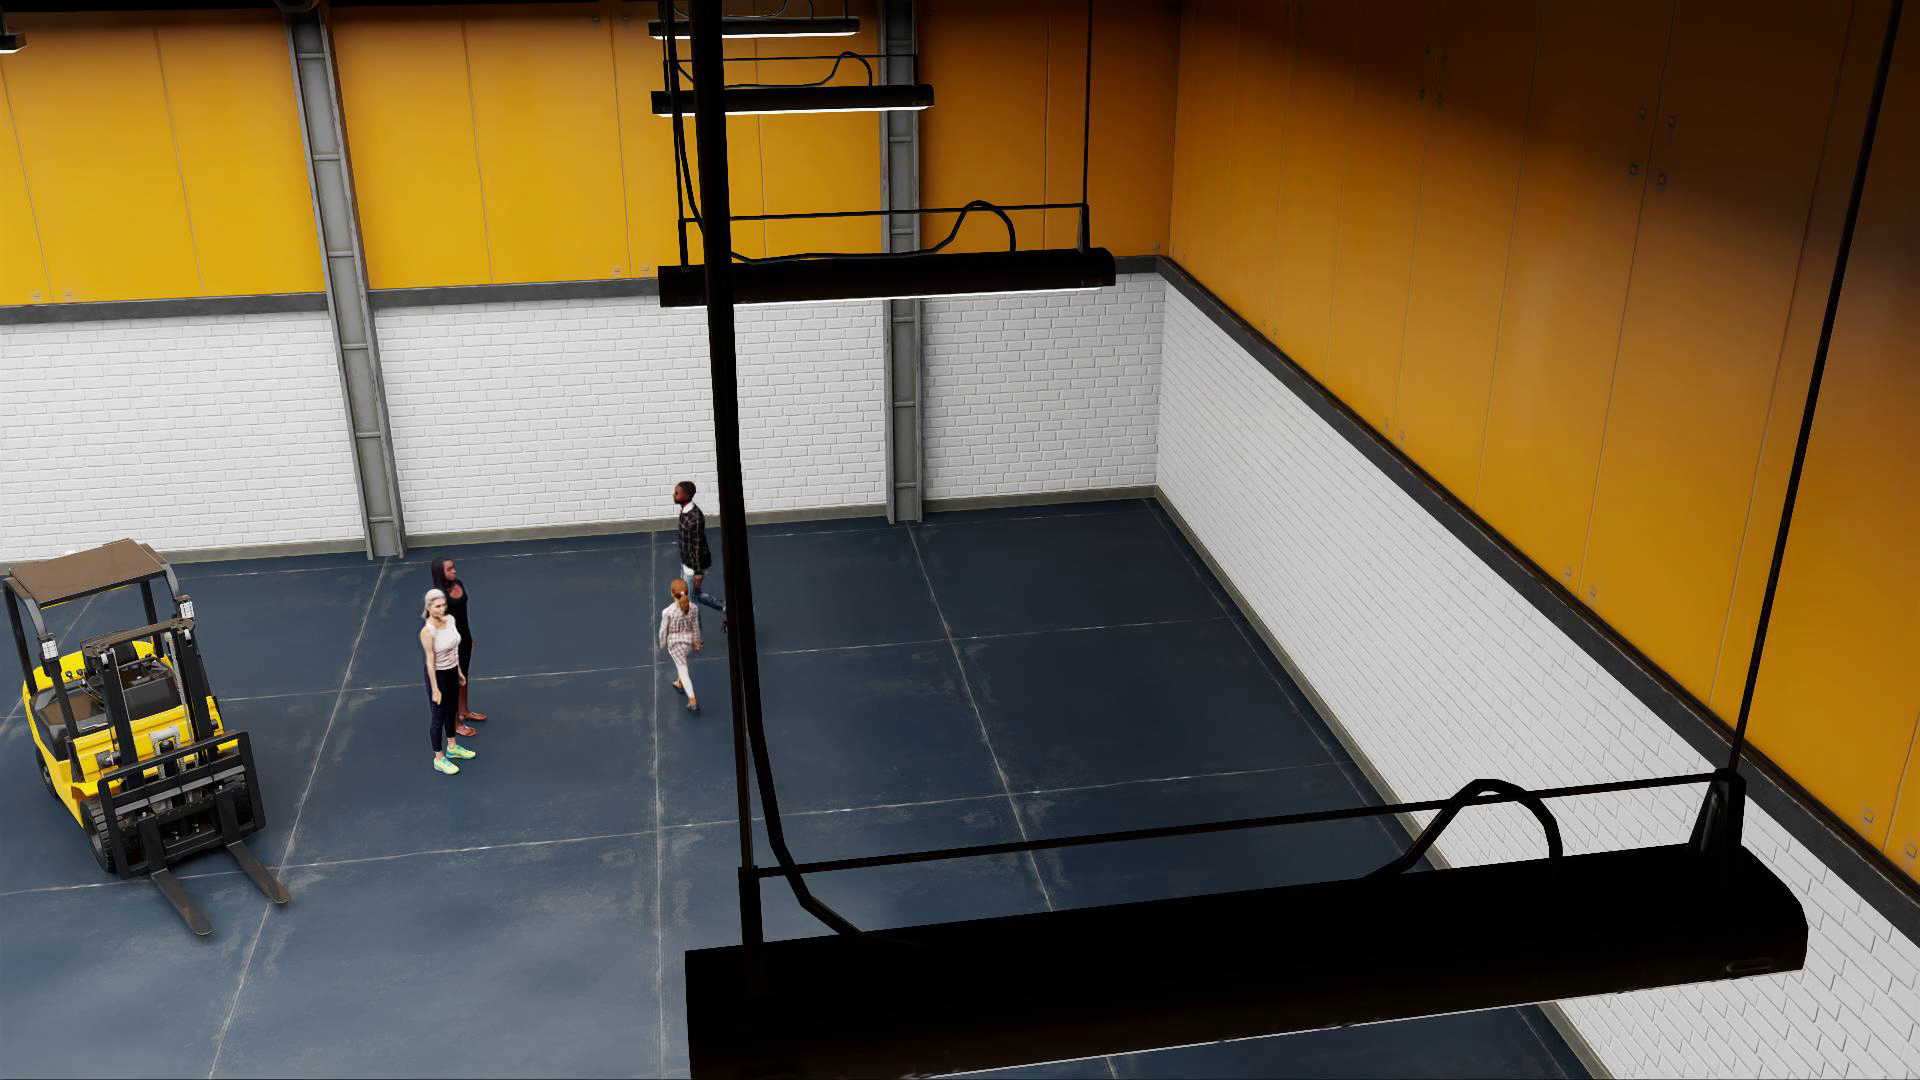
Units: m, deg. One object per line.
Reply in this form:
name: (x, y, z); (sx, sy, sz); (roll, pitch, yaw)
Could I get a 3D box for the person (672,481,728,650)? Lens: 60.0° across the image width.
person: (-2.560, 0.246, 16.658); (1.013, 1.799, 0.783); (-9, 25, -20)

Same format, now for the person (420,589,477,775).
person: (-4.534, 1.207, 14.581); (0.682, 1.701, 0.685); (7, 24, 15)

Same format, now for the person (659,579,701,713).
person: (-2.589, 1.003, 15.574); (0.942, 1.279, 0.835); (-15, 28, -31)

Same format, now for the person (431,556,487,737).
person: (-4.599, 0.941, 15.164); (0.610, 1.720, 0.667); (3, 24, 6)
